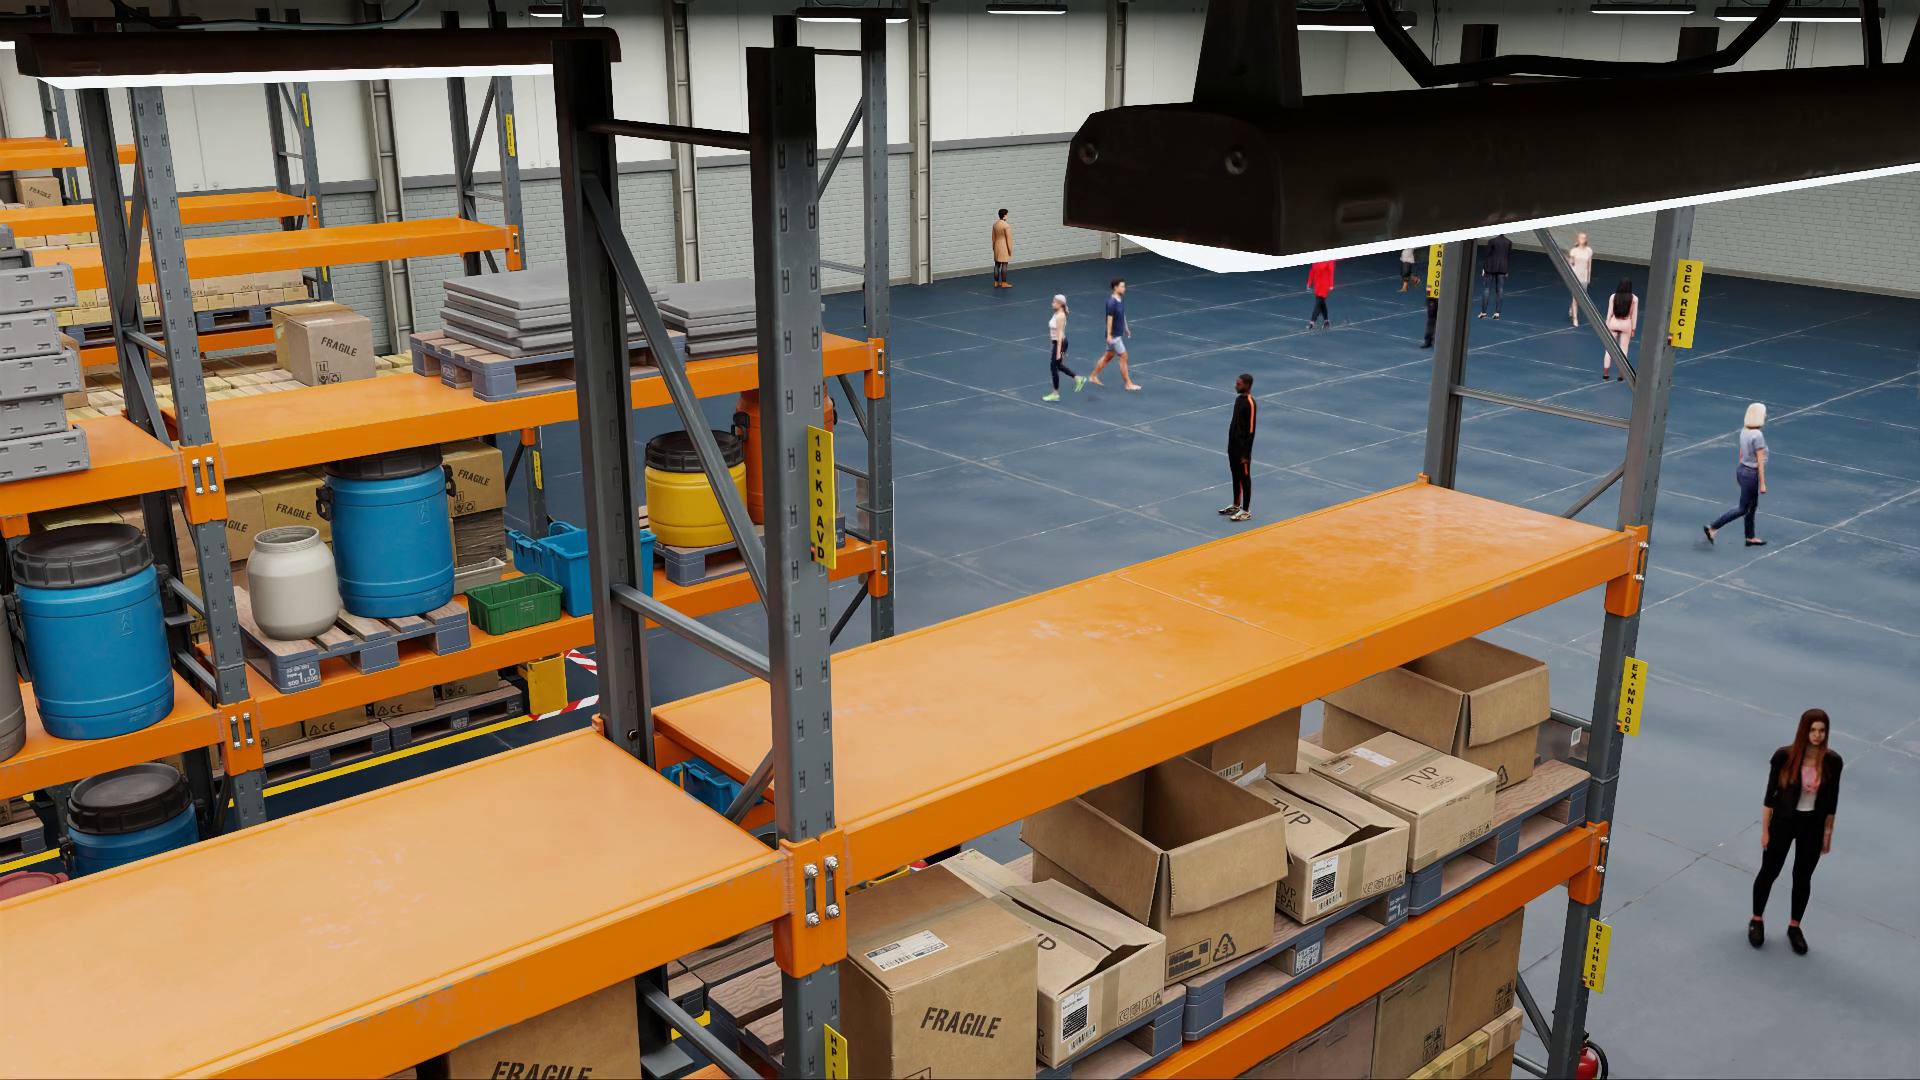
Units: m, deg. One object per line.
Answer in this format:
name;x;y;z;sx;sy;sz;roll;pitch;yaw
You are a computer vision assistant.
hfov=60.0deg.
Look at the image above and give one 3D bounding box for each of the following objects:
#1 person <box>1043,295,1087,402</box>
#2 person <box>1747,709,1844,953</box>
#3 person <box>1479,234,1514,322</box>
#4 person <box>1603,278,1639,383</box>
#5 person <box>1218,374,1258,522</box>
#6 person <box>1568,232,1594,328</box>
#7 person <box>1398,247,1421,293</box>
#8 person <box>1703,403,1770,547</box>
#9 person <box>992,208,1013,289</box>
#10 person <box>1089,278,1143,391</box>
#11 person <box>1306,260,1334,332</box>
person;1.657;-3.022;26.230;1.024;1.686;0.922;-1;18;-2
person;5.563;1.902;11.071;0.676;1.711;0.702;5;19;14
person;9.591;-4.853;29.889;0.815;1.781;0.793;0;18;1
person;10.980;-3.504;27.661;0.680;1.718;0.646;9;20;27
person;3.437;-1.148;20.278;0.670;1.810;0.692;-5;19;-15
person;12.022;-5.073;32.330;0.969;1.809;1.018;1;18;4
person;9.807;-6.157;36.252;0.921;1.442;0.729;-7;19;-21
person;8.998;-0.712;19.112;1.072;1.701;1.007;1;18;3
person;0.914;-6.441;36.667;0.697;1.726;0.673;14;23;38
person;2.435;-3.324;26.975;1.060;1.800;1.185;7;19;21
person;6.962;-4.843;31.806;1.047;1.696;0.639;-16;24;-40
